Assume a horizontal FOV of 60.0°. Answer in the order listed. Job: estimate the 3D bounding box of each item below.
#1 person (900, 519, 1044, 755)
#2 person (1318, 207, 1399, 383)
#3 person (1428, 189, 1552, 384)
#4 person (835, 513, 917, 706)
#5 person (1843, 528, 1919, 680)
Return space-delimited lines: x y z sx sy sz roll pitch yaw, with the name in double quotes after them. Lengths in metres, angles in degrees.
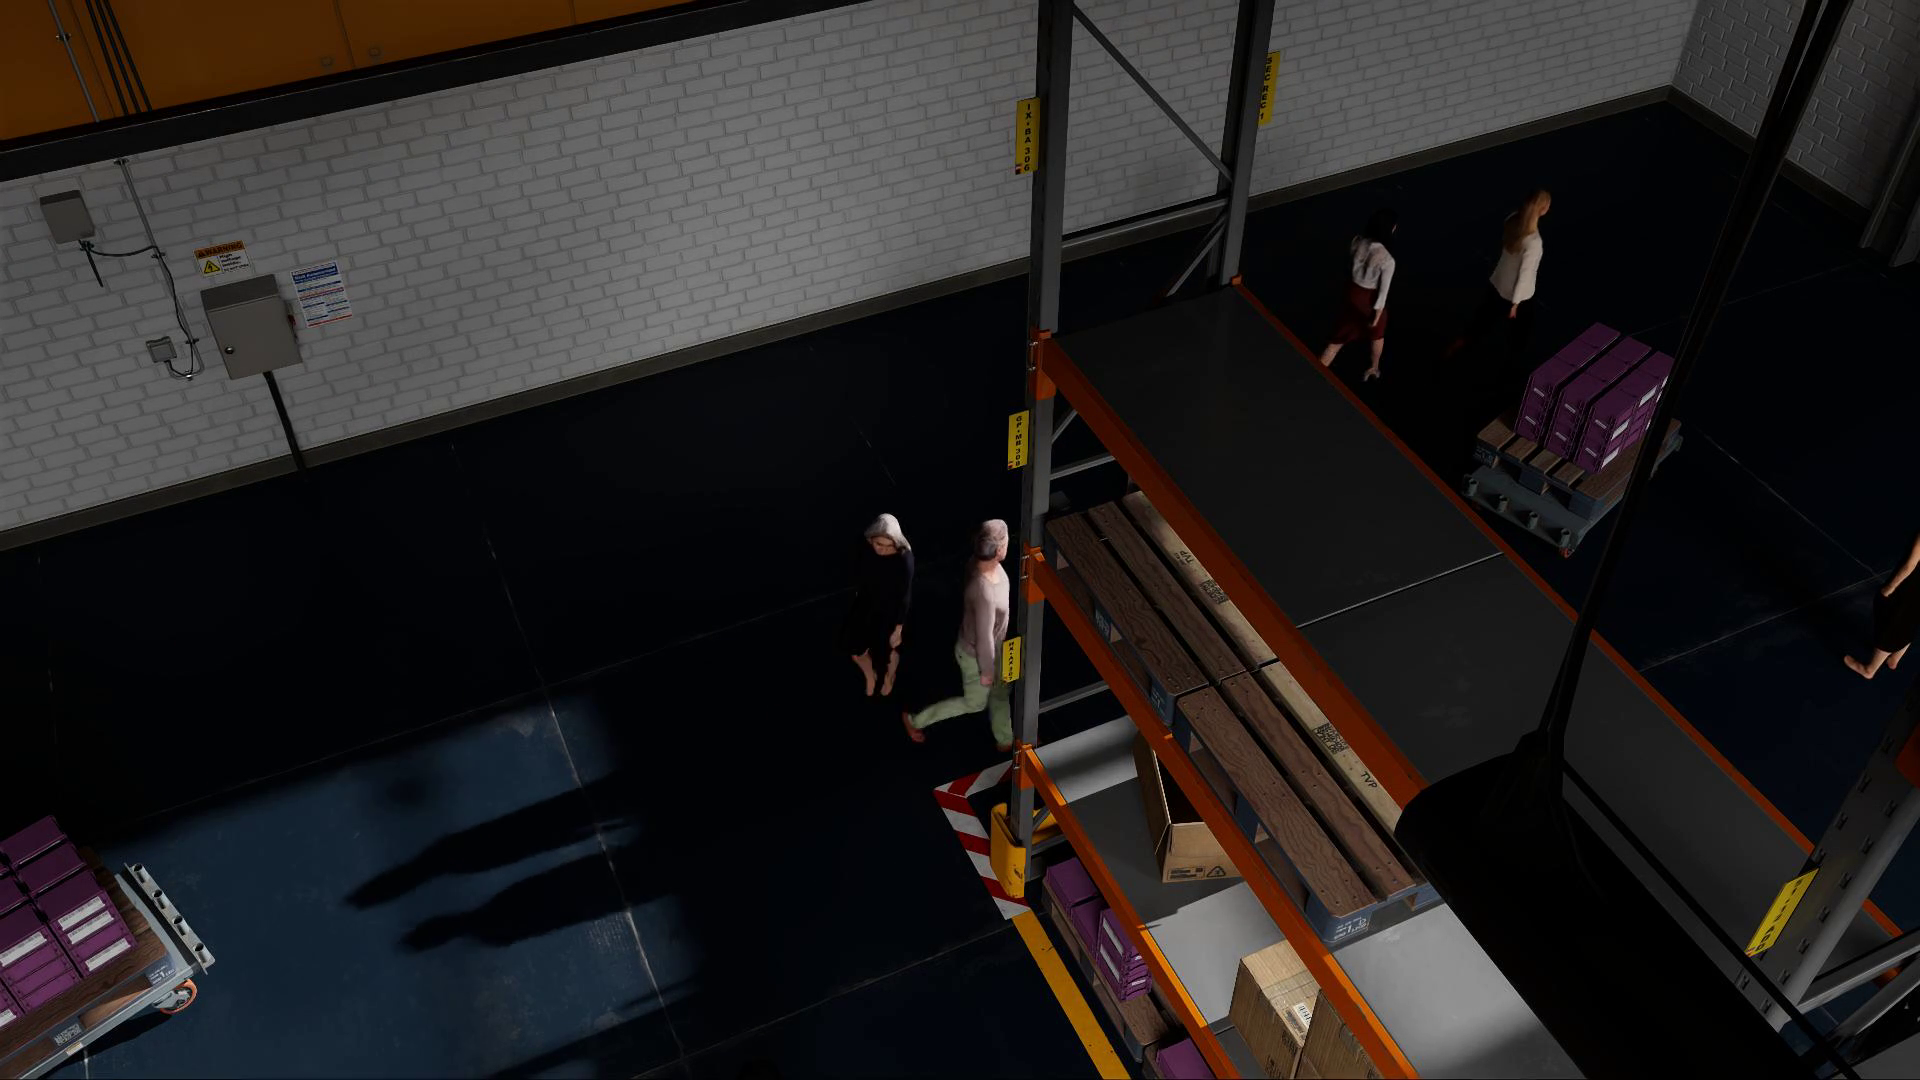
0.042 0.671 10.178 1.108 1.823 1.201 4 44 4 "person"
3.038 -1.770 12.822 0.863 1.710 1.087 -31 52 -29 "person"
4.157 -1.894 12.874 0.720 1.818 1.090 -14 45 -15 "person"
-0.433 0.419 10.514 0.792 1.725 0.849 24 49 23 "person"
6.180 0.277 10.734 0.571 1.626 0.572 -14 45 -15 "person"
